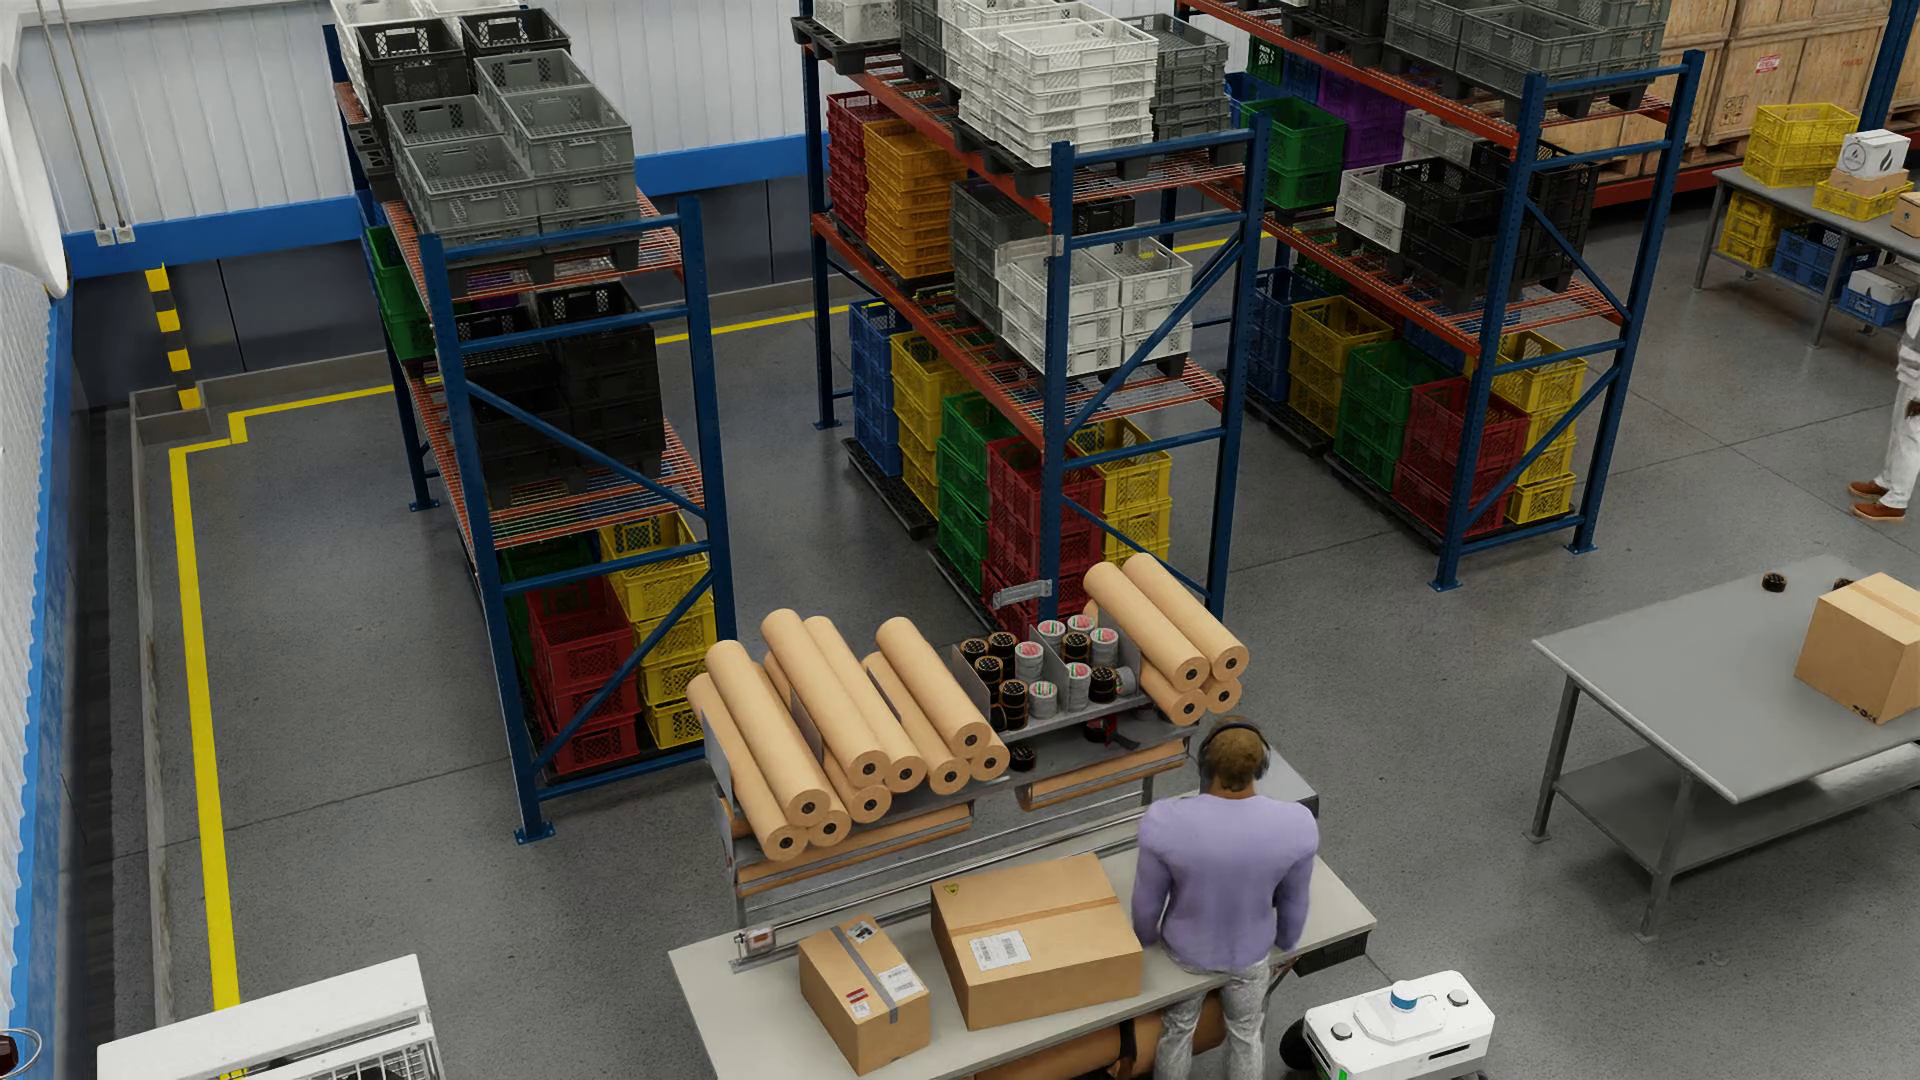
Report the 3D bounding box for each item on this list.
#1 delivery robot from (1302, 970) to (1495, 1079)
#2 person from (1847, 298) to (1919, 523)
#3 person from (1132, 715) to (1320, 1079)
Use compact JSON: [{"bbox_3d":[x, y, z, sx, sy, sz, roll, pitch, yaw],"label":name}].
[{"bbox_3d":[1.702,1.920,6.470,0.707,0.478,0.477,-10,33,-16],"label":"delivery robot"},{"bbox_3d":[5.799,-0.994,10.031,0.337,1.882,0.583,11,33,18],"label":"person"},{"bbox_3d":[0.931,1.450,6.022,0.629,1.932,0.369,1,32,2],"label":"person"}]
